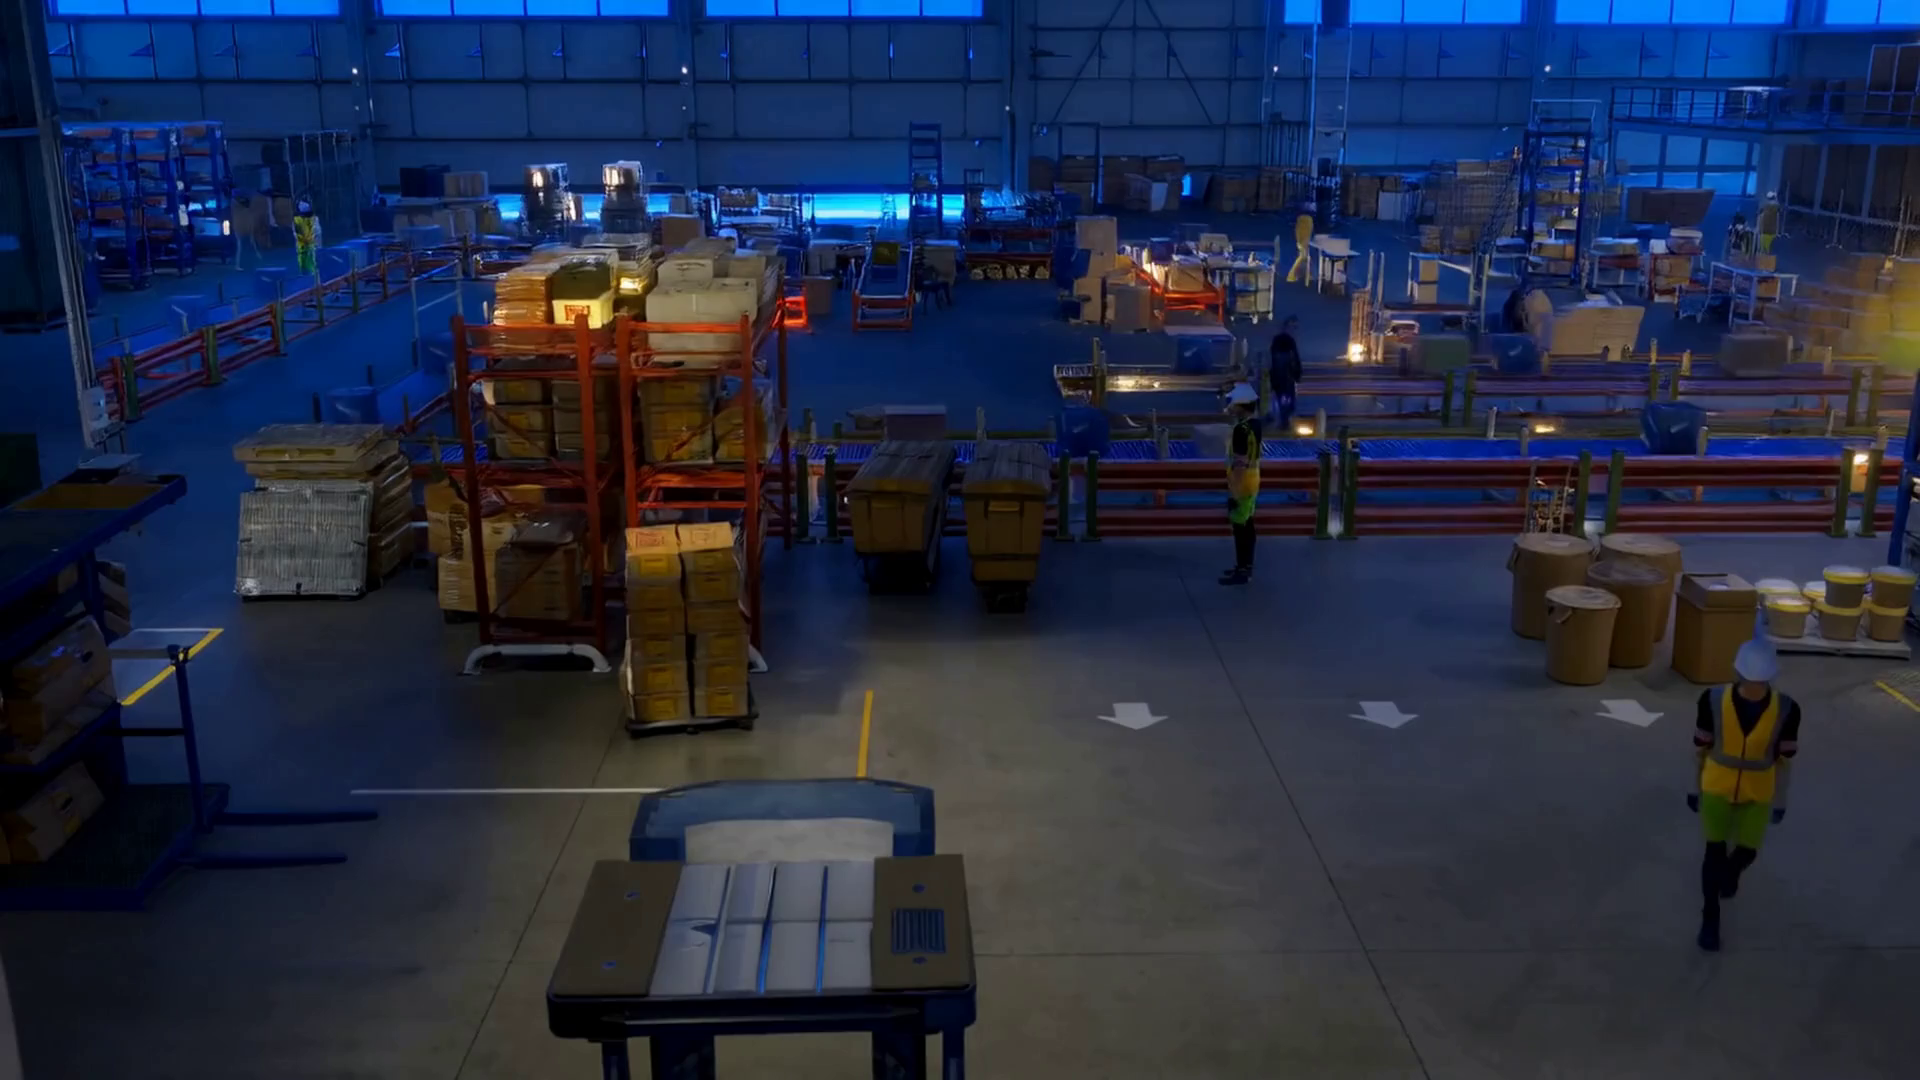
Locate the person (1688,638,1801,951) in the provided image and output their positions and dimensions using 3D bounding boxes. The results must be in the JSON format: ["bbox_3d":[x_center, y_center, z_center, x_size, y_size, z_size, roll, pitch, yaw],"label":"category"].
[{"bbox_3d":[4.602,1.432,9.832,0.550,1.913,0.669,7,17,23],"label":"person"}]

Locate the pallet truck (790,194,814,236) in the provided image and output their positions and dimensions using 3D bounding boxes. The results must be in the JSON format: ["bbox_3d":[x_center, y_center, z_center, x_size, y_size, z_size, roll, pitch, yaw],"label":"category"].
[{"bbox_3d":[-4.814,-9.883,50.259,0.704,1.261,1.522,-1,16,-3],"label":"pallet truck"}]

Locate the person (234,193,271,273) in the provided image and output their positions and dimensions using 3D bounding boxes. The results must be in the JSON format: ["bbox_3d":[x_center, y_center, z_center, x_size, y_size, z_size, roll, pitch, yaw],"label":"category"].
[{"bbox_3d":[-17.703,-7.633,41.292,0.629,1.935,1.043,6,17,19],"label":"person"}]

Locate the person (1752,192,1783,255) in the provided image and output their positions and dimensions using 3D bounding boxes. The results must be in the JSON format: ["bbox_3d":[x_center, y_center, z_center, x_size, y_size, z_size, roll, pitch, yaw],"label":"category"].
[{"bbox_3d":[20.062,-7.658,41.364,0.630,1.951,1.009,4,17,15],"label":"person"}]

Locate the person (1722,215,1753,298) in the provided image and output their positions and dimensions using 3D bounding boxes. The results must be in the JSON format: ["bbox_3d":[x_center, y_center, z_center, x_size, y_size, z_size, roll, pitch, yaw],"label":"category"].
[{"bbox_3d":[17.078,-6.221,36.590,0.595,1.824,0.404,15,22,42],"label":"person"}]

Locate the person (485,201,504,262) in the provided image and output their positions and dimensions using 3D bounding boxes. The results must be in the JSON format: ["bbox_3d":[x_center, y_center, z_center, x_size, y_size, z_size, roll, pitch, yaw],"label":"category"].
[{"bbox_3d":[-11.612,-7.531,41.251,0.554,1.745,0.555,-9,19,-30],"label":"person"}]

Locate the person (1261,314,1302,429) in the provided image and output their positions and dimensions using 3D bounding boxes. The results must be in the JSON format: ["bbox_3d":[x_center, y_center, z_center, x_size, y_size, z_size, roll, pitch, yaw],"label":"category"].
[{"bbox_3d":[4.246,-2.069,22.041,0.712,1.884,0.653,0,16,1],"label":"person"}]

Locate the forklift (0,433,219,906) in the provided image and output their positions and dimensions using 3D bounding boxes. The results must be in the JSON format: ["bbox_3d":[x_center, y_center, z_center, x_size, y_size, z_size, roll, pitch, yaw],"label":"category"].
[{"bbox_3d":[-5.952,0.780,10.366,1.873,2.768,1.129,0,16,-1],"label":"forklift"}]

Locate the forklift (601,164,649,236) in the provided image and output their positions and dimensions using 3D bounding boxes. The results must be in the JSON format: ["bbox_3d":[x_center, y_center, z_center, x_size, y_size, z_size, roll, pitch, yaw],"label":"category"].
[{"bbox_3d":[-9.948,-10.127,49.296,1.157,1.987,2.680,-1,16,-3],"label":"forklift"}]

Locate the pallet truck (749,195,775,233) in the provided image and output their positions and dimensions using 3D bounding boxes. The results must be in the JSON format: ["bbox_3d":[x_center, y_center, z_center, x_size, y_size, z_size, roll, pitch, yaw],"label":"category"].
[{"bbox_3d":[-6.051,-9.967,50.660,0.680,1.201,1.601,0,16,-1],"label":"pallet truck"}]

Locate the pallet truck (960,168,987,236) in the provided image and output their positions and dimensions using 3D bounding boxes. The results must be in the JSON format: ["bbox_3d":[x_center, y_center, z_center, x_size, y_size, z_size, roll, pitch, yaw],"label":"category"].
[{"bbox_3d":[0.383,-10.230,50.206,0.823,1.965,1.885,-1,16,-3],"label":"pallet truck"}]

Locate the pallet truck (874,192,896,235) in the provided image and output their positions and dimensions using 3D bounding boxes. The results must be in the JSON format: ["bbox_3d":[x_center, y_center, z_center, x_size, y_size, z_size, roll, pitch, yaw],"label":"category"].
[{"bbox_3d":[-2.277,-9.986,50.594,0.653,1.274,1.630,0,16,-1],"label":"pallet truck"}]

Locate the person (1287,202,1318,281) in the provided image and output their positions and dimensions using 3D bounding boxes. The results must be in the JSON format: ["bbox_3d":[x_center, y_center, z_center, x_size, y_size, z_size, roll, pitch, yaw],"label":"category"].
[{"bbox_3d":[8.232,-7.079,39.462,0.934,1.875,0.585,-2,16,-7],"label":"person"}]

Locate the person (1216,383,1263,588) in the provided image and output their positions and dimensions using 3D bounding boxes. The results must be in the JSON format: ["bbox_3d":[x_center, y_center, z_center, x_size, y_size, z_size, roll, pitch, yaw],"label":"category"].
[{"bbox_3d":[2.763,-0.537,16.433,0.379,2.045,0.605,7,17,23],"label":"person"}]

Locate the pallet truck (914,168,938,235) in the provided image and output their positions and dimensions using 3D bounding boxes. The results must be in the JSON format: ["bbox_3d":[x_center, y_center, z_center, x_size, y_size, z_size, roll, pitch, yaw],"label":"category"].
[{"bbox_3d":[-0.989,-10.316,50.507,0.823,1.965,1.885,1,16,3],"label":"pallet truck"}]

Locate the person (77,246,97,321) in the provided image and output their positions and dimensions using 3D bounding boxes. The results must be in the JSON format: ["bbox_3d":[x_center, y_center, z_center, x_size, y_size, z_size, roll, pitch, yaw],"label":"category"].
[{"bbox_3d":[-17.648,-5.230,33.186,0.571,1.805,0.946,0,16,-1],"label":"person"}]

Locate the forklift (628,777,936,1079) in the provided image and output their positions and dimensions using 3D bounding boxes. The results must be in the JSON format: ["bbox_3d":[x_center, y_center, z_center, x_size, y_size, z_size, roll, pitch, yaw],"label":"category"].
[{"bbox_3d":[-0.542,2.165,5.552,1.129,2.768,1.873,-1,16,-2],"label":"forklift"}]

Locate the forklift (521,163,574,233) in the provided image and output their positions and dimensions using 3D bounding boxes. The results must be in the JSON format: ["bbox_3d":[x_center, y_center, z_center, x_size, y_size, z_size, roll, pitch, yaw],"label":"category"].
[{"bbox_3d":[-12.233,-10.122,49.298,1.157,1.987,2.680,0,16,-1],"label":"forklift"}]

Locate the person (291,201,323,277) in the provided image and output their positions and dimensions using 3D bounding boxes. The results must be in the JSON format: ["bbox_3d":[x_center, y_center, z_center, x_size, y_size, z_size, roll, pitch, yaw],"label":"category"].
[{"bbox_3d":[-14.856,-6.700,37.899,0.621,2.030,0.445,-4,17,-14],"label":"person"}]
